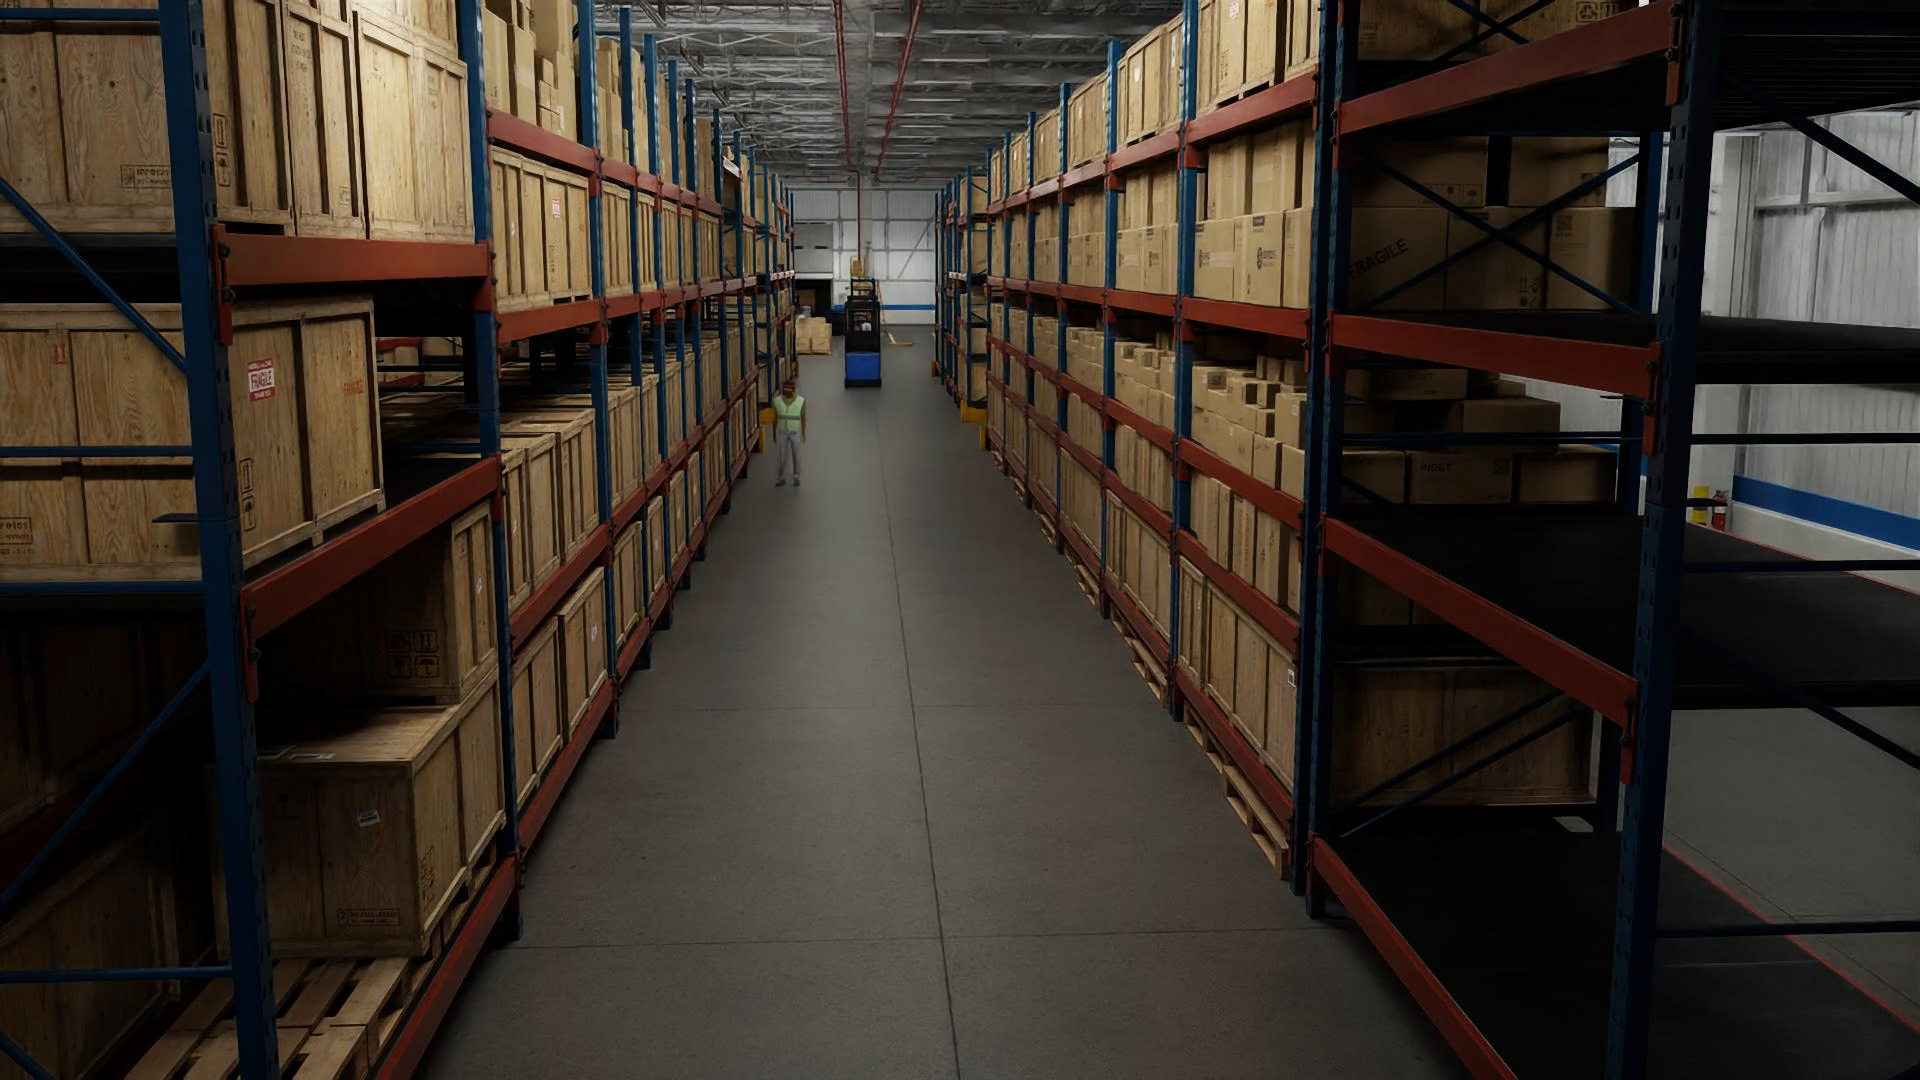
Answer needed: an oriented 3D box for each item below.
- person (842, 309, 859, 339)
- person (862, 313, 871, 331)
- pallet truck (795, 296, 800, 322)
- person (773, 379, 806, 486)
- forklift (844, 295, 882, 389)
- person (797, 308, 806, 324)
[{"bbox_3d":[-4.413,-8.311,66.936,0.639,1.941,1.037,4,10,20],"label":"person"},{"bbox_3d":[-3.431,-7.531,62.255,0.353,1.942,0.545,6,11,32],"label":"person"},{"bbox_3d":[-8.622,-12.439,91.403,1.885,1.965,0.823,2,10,13],"label":"pallet truck"},{"bbox_3d":[-2.925,-1.842,28.562,0.571,1.840,0.374,1,10,5],"label":"person"},{"bbox_3d":[-2.953,-6.026,50.464,1.129,2.768,1.873,-1,10,-4],"label":"forklift"},{"bbox_3d":[-6.638,-8.901,70.630,1.037,1.885,0.638,2,10,13],"label":"person"}]
